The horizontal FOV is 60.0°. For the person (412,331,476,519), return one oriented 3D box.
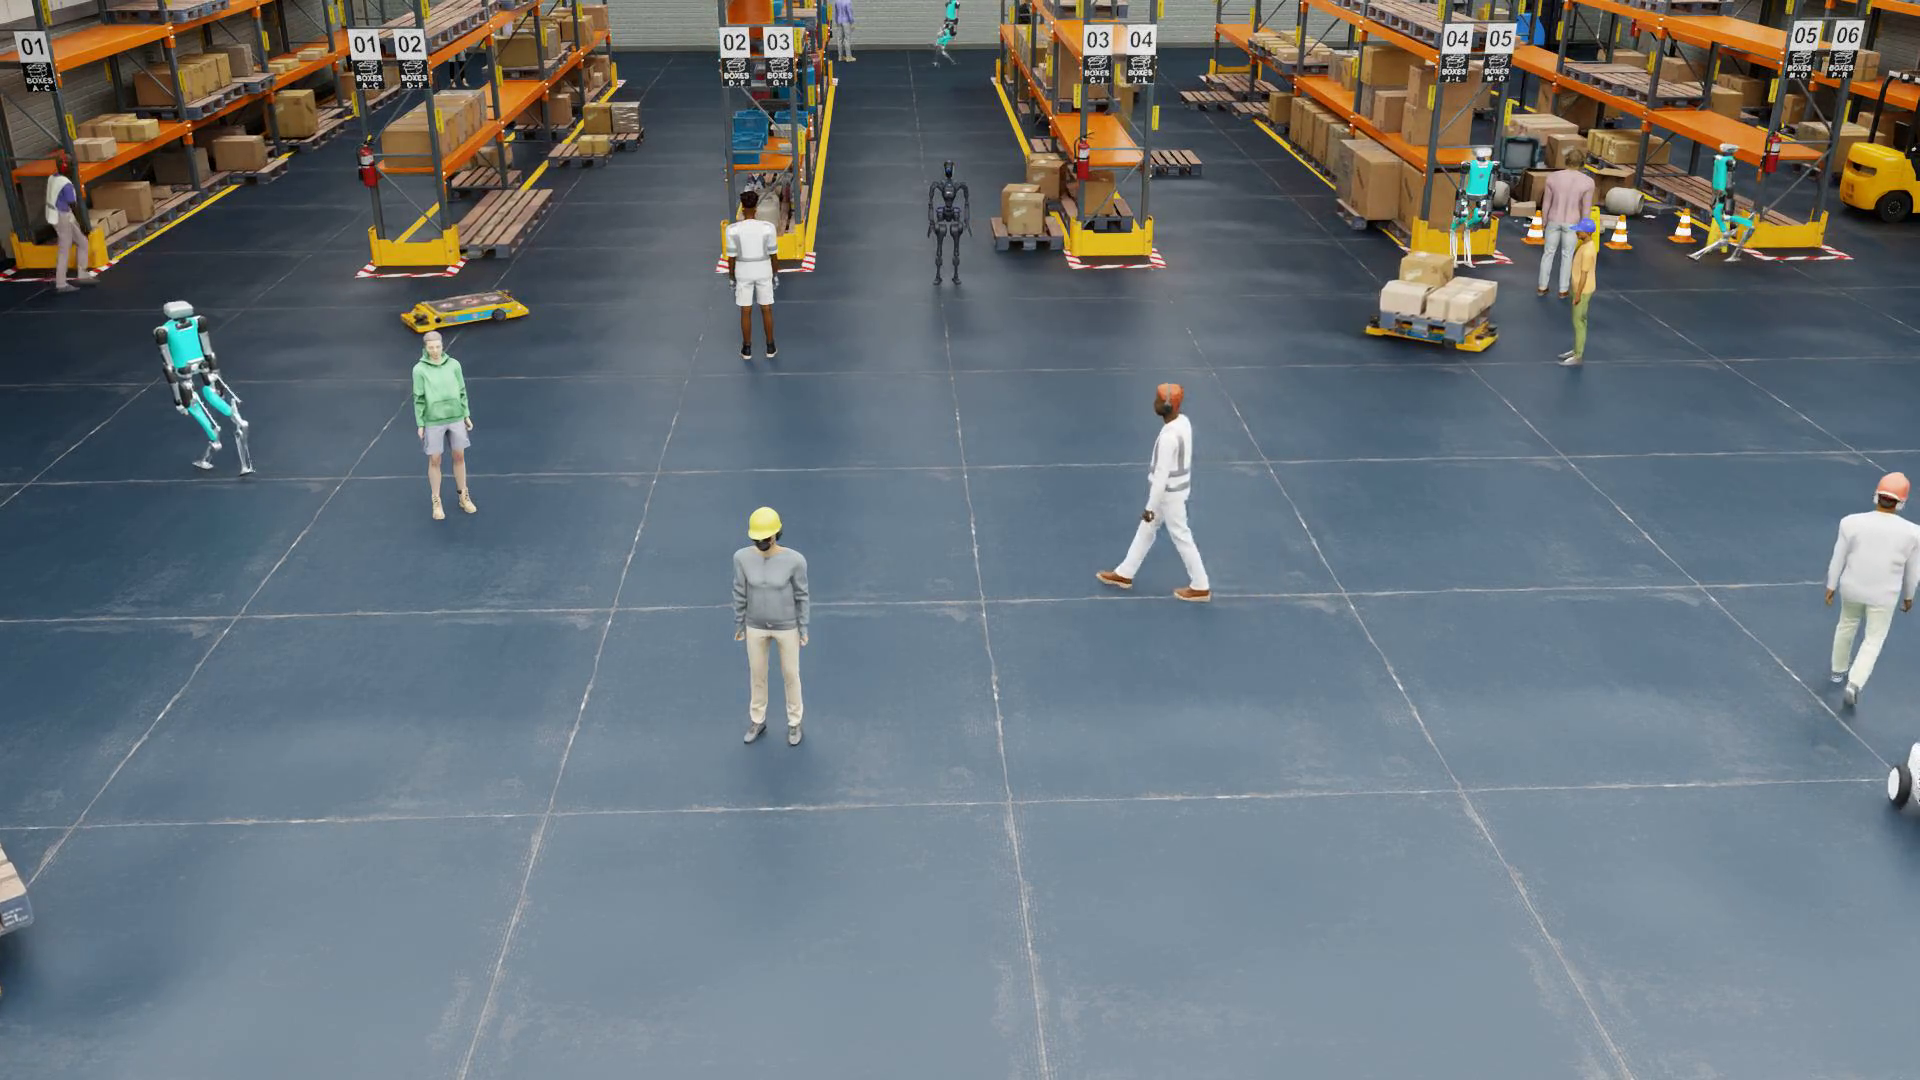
[{"bbox_3d":[-4.666,-1.053,15.025,0.480,1.740,0.314,-14,28,-28],"label":"person"}]

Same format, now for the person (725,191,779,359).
[{"bbox_3d":[-2.394,-3.071,19.288,0.603,1.966,0.368,-4,24,-10],"label":"person"}]

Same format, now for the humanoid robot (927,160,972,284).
[{"bbox_3d":[-0.141,-4.259,22.294,0.599,1.657,0.315,-1,24,-2],"label":"humanoid robot"}]

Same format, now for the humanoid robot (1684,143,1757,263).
[{"bbox_3d":[10.677,-4.618,23.035,1.020,1.733,0.548,-1,24,-2],"label":"humanoid robot"}]

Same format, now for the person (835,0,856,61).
[{"bbox_3d":[-2.890,-12.890,41.554,0.588,1.799,0.395,17,29,33],"label":"person"}]

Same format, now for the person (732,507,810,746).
[{"bbox_3d":[-1.283,0.590,11.305,0.532,1.766,0.324,3,24,7],"label":"person"}]

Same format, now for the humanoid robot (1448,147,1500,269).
[{"bbox_3d":[6.974,-4.582,22.804,0.533,1.673,0.735,-1,24,-2],"label":"humanoid robot"}]

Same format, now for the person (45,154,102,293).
[{"bbox_3d":[-11.773,-4.181,21.984,0.752,1.800,0.556,-17,29,-33],"label":"person"}]

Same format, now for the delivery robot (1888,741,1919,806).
[{"bbox_3d":[6.259,1.589,10.527,0.499,0.576,0.757,6,25,14],"label":"delivery robot"}]

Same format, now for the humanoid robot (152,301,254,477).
[{"bbox_3d":[-7.079,-1.352,15.764,1.027,1.771,0.535,15,28,31],"label":"humanoid robot"}]

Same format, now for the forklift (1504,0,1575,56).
[{"bbox_3d":[14.700,-13.805,42.301,1.873,2.768,1.129,-1,24,-2],"label":"forklift"}]

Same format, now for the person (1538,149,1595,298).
[{"bbox_3d":[7.890,-4.125,21.709,0.621,1.932,0.372,13,27,26],"label":"person"}]

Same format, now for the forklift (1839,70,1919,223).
[{"bbox_3d":[15.132,-6.143,25.915,2.313,2.155,1.214,-1,24,-2],"label":"forklift"}]

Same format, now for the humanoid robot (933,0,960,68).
[{"bbox_3d":[-0.453,-12.371,40.502,0.896,1.753,0.551,-14,27,-28],"label":"humanoid robot"}]

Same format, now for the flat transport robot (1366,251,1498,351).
[{"bbox_3d":[5.742,-2.560,20.224,1.431,0.231,0.659,15,28,30],"label":"flat transport robot"}]

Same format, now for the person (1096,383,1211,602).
[{"bbox_3d":[1.632,-0.382,13.413,0.972,1.827,0.594,6,25,14],"label":"person"}]

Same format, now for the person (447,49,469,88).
[{"bbox_3d":[-11.448,-11.136,37.737,0.531,1.696,0.319,-17,29,-33],"label":"person"}]

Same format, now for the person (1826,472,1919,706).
[{"bbox_3d":[6.521,0.338,11.918,0.563,1.720,0.745,19,30,36],"label":"person"}]

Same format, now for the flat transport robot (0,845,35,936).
[{"bbox_3d":[-5.971,2.266,9.382,0.659,0.231,1.431,-19,30,-37],"label":"flat transport robot"}]

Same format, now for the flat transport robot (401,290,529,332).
[{"bbox_3d":[-6.239,-2.884,20.952,1.431,0.231,0.659,-16,28,-31],"label":"flat transport robot"}]

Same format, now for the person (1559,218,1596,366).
[{"bbox_3d":[7.096,-2.857,19.122,0.381,1.712,0.446,8,25,17],"label":"person"}]

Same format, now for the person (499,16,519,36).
[{"bbox_3d":[-10.679,-12.062,39.625,0.554,1.847,0.416,-2,24,-6],"label":"person"}]

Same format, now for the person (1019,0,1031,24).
[{"bbox_3d":[1.560,-12.133,39.840,0.599,1.818,0.540,0,24,1],"label":"person"}]
